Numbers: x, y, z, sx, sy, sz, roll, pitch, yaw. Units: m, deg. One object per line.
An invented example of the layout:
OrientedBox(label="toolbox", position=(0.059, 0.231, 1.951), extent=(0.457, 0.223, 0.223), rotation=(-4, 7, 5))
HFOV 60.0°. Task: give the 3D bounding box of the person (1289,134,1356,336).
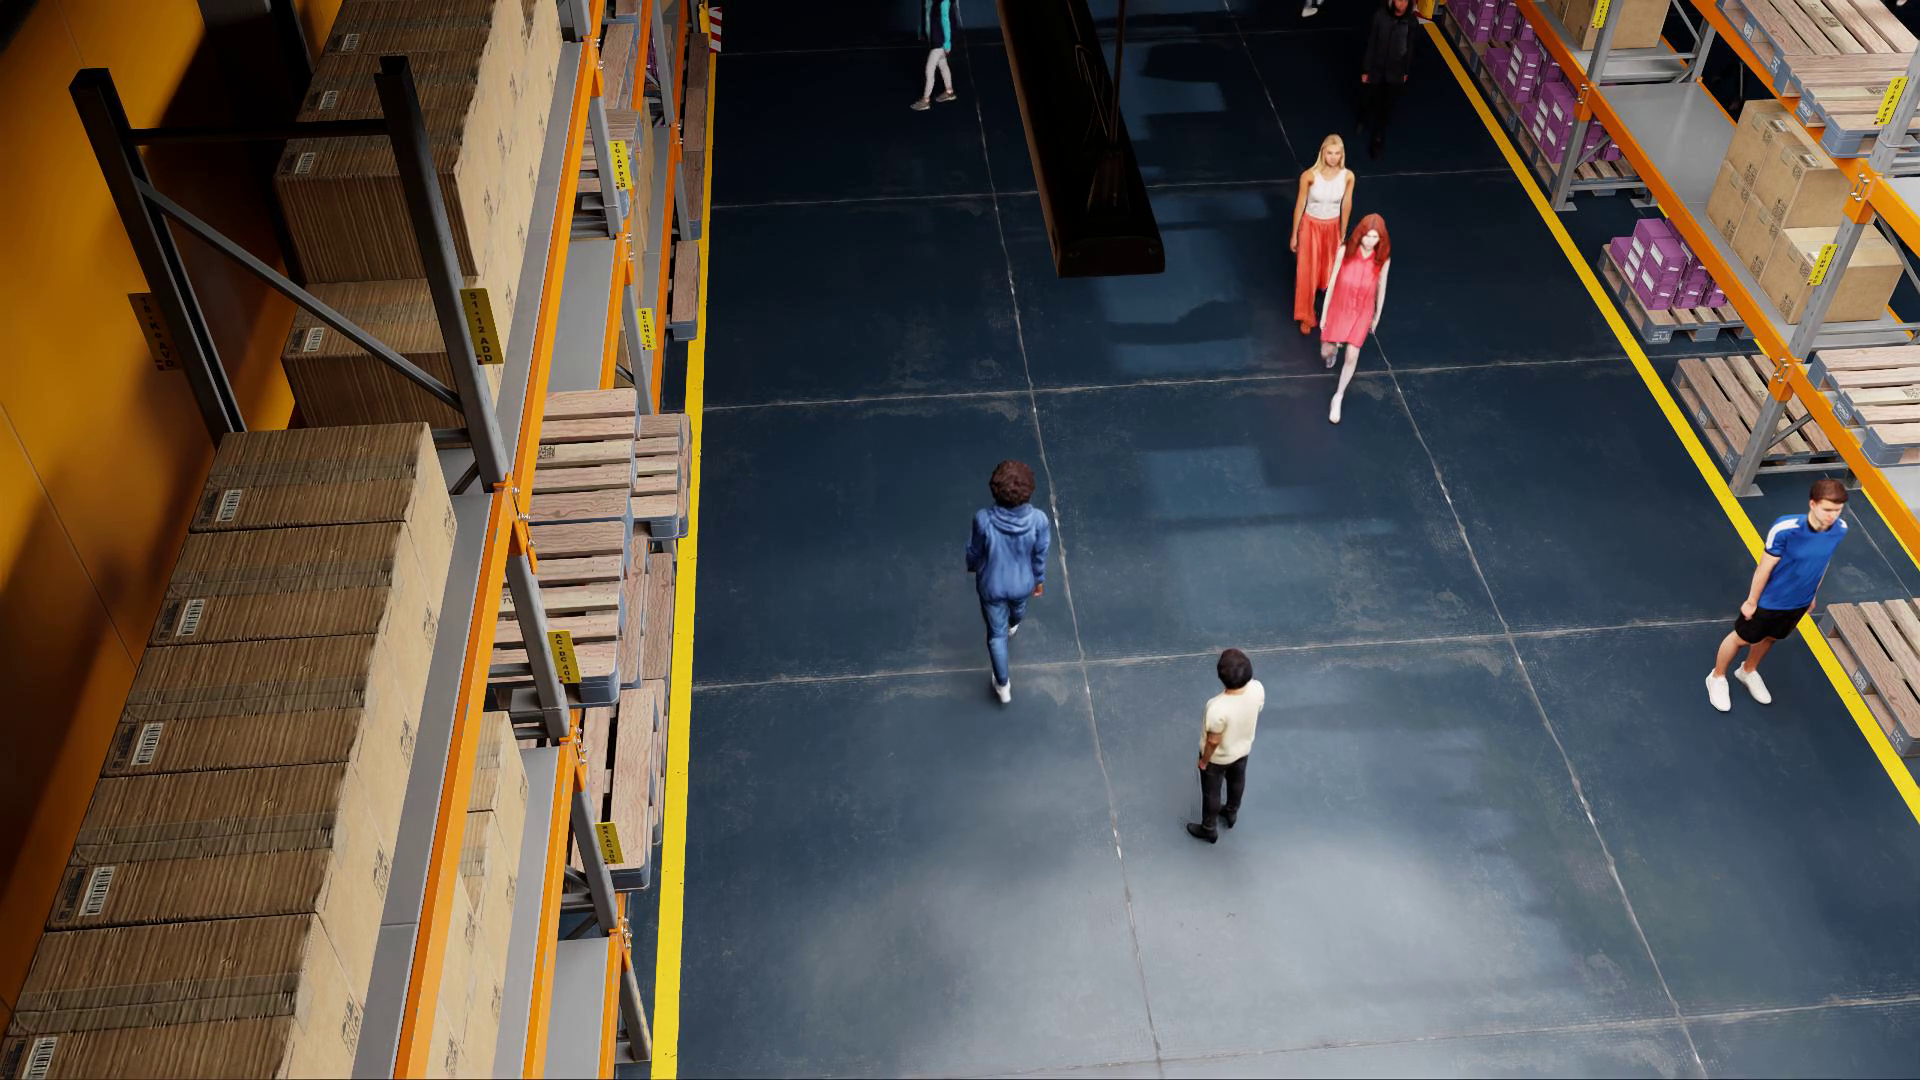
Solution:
OrientedBox(label="person", position=(2.943, -2.577, 13.722), extent=(0.685, 1.786, 0.891), rotation=(2, 44, 2))

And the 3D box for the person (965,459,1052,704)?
OrientedBox(label="person", position=(0.301, 0.304, 10.710), extent=(0.681, 1.769, 1.091), rotation=(-4, 44, -4))

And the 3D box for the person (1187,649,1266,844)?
OrientedBox(label="person", position=(1.582, 1.232, 9.867), extent=(0.656, 1.589, 0.649), rotation=(-26, 49, -25))

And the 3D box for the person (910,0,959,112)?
OrientedBox(label="person", position=(-0.156, -5.009, 16.497), extent=(0.779, 1.481, 0.804), rotation=(-17, 46, -17))

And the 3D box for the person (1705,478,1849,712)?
OrientedBox(label="person", position=(5.241, 0.327, 10.616), extent=(0.666, 1.866, 0.596), rotation=(-7, 44, -8))

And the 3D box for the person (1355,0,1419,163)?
OrientedBox(label="person", position=(4.014, -4.509, 15.764), extent=(0.716, 1.767, 0.915), rotation=(3, 44, 4))

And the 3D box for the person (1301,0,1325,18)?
OrientedBox(label="person", position=(3.850, -6.290, 17.982), extent=(0.836, 1.286, 0.816), rotation=(-30, 51, -28))

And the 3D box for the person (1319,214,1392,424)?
OrientedBox(label="person", position=(3.012, -1.776, 12.863), extent=(0.772, 1.811, 0.967), rotation=(9, 44, 9))
